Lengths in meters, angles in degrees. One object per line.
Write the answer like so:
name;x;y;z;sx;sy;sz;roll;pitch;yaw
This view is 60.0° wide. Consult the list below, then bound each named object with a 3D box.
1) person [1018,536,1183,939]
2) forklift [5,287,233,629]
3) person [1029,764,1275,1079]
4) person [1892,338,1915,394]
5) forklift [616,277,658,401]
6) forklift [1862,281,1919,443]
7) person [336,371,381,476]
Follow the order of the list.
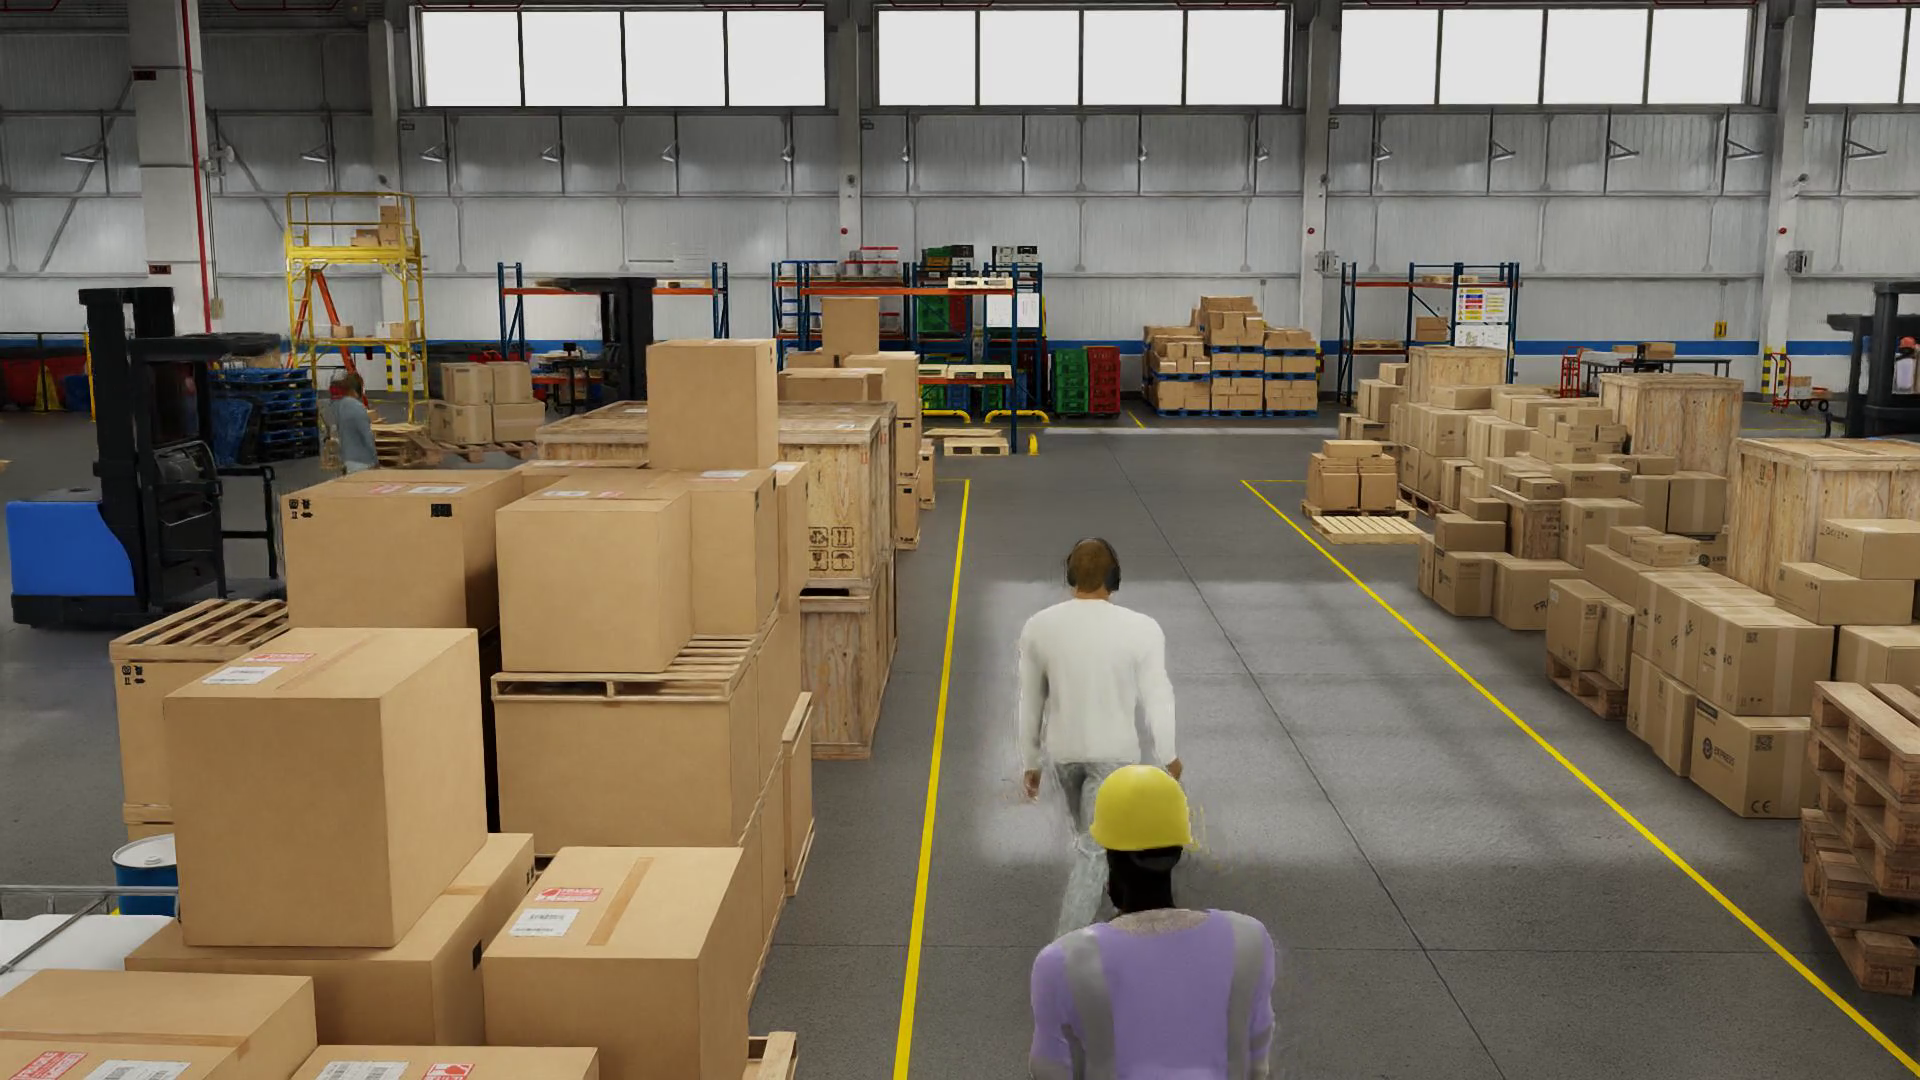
person;0.558;0.929;7.078;0.647;1.895;1.040;5;11;29
forklift;-6.876;-0.718;13.936;1.873;2.768;1.129;0;9;1
person;0.424;1.444;3.921;0.604;1.891;0.855;-2;10;-10
person;14.338;-2.114;25.263;0.543;1.904;0.949;6;11;30
forklift;-4.575;-2.346;23.687;1.873;2.768;1.129;-4;10;-25
forklift;10.675;-1.502;18.630;1.129;2.768;1.873;0;9;1
person;-6.397;-0.832;17.578;0.947;1.896;0.636;-5;11;-29
